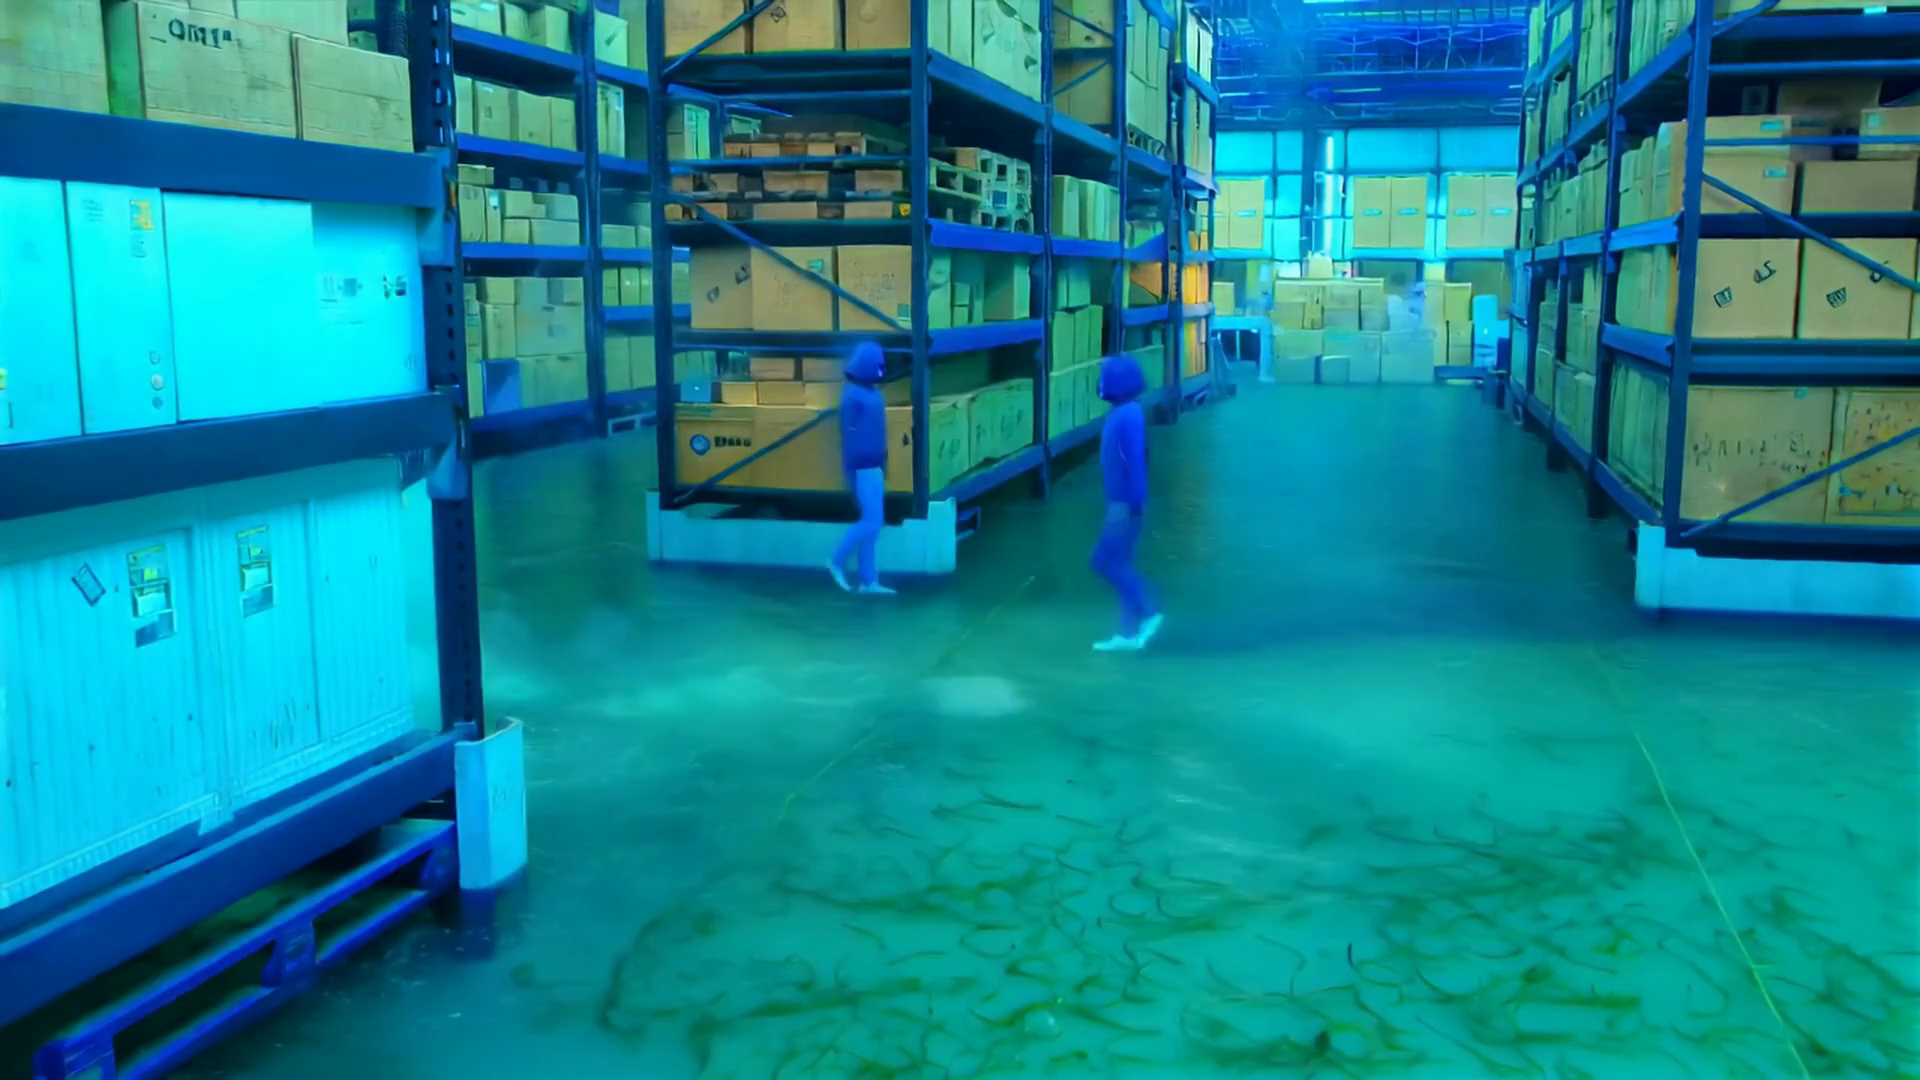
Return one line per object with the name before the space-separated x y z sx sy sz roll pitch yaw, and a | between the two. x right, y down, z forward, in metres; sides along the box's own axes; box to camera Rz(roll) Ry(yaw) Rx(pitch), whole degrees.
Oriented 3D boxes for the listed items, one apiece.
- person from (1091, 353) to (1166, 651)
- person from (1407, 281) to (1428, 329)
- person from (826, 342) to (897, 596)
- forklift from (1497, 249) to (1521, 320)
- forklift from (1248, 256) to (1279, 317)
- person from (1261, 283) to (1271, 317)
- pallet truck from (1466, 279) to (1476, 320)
person | 0.851 -0.186 8.927 0.353 1.622 0.510 0 9 -1
person | 9.419 -4.390 34.522 0.630 1.973 0.625 -7 11 -39
person | -0.585 -0.437 10.502 0.361 1.621 0.517 3 9 19
forklift | 15.282 -6.531 45.267 1.129 2.768 1.873 5 10 29
forklift | 11.269 -9.084 61.485 1.129 2.768 1.873 2 9 15
person | 9.917 -7.347 53.646 0.984 1.889 0.650 -1 9 -6
pallet truck | 18.896 -8.459 60.307 1.885 1.965 0.823 5 10 31
